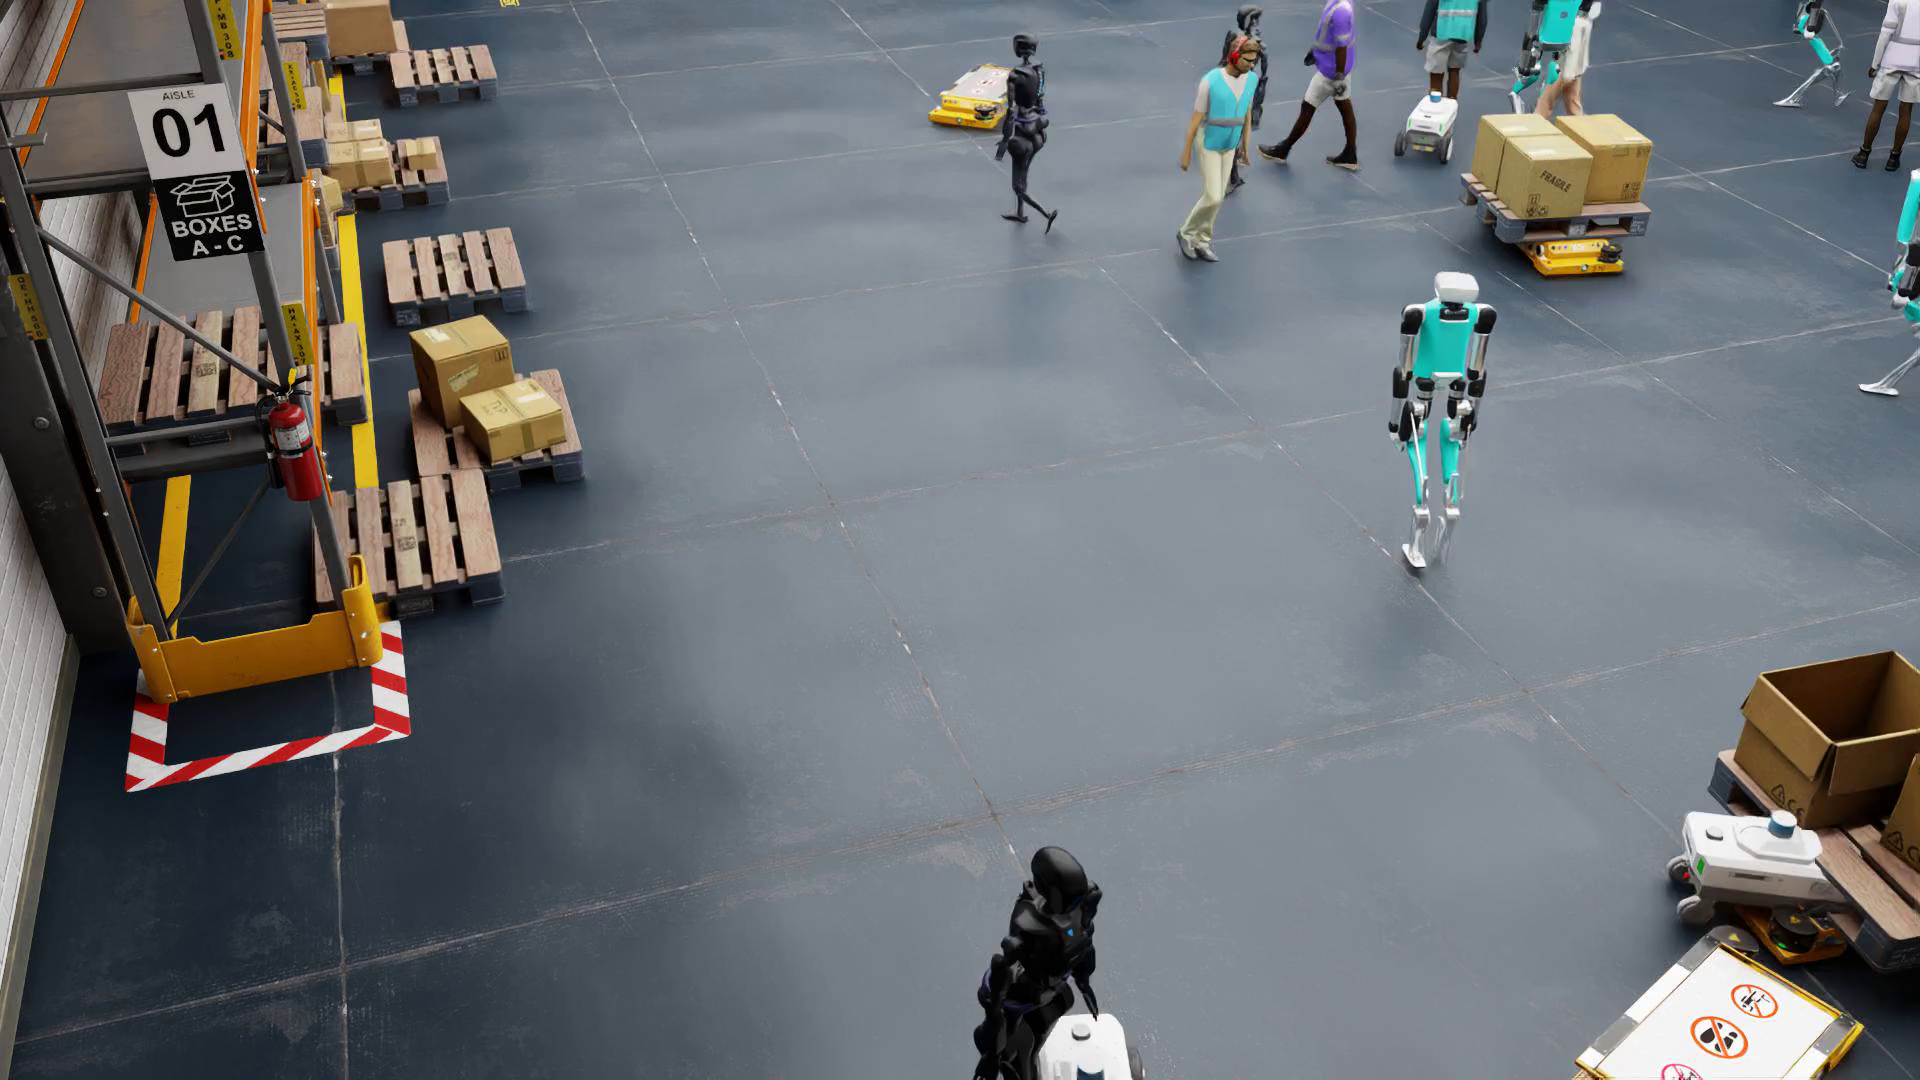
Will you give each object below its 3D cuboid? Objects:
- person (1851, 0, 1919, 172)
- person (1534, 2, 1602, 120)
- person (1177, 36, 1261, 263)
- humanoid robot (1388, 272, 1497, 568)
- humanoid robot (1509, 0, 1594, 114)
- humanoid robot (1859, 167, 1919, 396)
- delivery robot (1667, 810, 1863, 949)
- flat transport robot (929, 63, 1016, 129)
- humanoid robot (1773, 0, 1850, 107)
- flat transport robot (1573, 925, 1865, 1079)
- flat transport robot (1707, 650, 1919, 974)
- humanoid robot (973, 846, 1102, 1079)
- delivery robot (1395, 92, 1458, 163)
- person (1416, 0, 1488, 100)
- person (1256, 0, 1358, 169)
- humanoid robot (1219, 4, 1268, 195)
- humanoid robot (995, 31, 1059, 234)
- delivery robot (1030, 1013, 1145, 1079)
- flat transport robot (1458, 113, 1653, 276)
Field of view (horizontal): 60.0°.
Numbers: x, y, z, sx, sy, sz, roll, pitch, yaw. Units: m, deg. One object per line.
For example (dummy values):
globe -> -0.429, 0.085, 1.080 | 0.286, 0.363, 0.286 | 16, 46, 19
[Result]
person -> 8.464, -4.280, 14.900 | 0.547, 1.932, 0.372 | 13, 35, 19
person -> 5.512, -4.296, 15.187 | 0.740, 1.638, 0.483 | 17, 37, 25
person -> 2.043, -3.089, 13.181 | 0.650, 1.808, 0.462 | -23, 39, -31
humanoid robot -> 2.731, -0.534, 9.413 | 0.540, 1.864, 0.747 | -2, 33, -4
humanoid robot -> 5.307, -4.337, 15.243 | 0.534, 1.870, 0.714 | -2, 33, -3
humanoid robot -> 6.588, -1.684, 11.191 | 0.766, 1.895, 0.549 | 12, 35, 18
delivery robot -> 3.596, 1.463, 7.368 | 0.809, 0.611, 0.499 | 6, 34, 9
flat transport robot -> 0.265, -4.469, 16.712 | 0.659, 0.231, 1.431 | 13, 35, 19
humanoid robot -> 8.575, -5.061, 16.337 | 0.870, 1.840, 0.559 | 6, 34, 8
flat transport robot -> 2.967, 2.104, 6.631 | 1.431, 0.231, 0.659 | -26, 41, -33
flat transport robot -> 4.161, 1.510, 7.543 | 1.431, 0.231, 0.659 | -8, 34, -12
humanoid robot -> 0.263, 1.686, 5.994 | 0.573, 1.633, 0.589 | 27, 42, 35
delivery robot -> 4.395, -3.868, 15.535 | 0.499, 0.601, 0.775 | 15, 36, 21
person -> 4.623, -4.745, 15.621 | 0.594, 1.915, 0.495 | -2, 33, -3
person -> 3.225, -4.276, 14.907 | 0.982, 1.910, 0.712 | 10, 34, 15
humanoid robot -> 2.417, -3.834, 14.451 | 0.435, 1.643, 0.590 | -21, 39, -29
humanoid robot -> 0.607, -3.366, 13.741 | 0.628, 1.635, 0.591 | 20, 38, 28
delivery robot -> 0.481, 2.154, 6.272 | 0.499, 0.571, 0.756 | -2, 33, -3
flat transport robot -> 4.877, -2.573, 13.804 | 0.659, 0.231, 1.431 | -4, 33, -6
